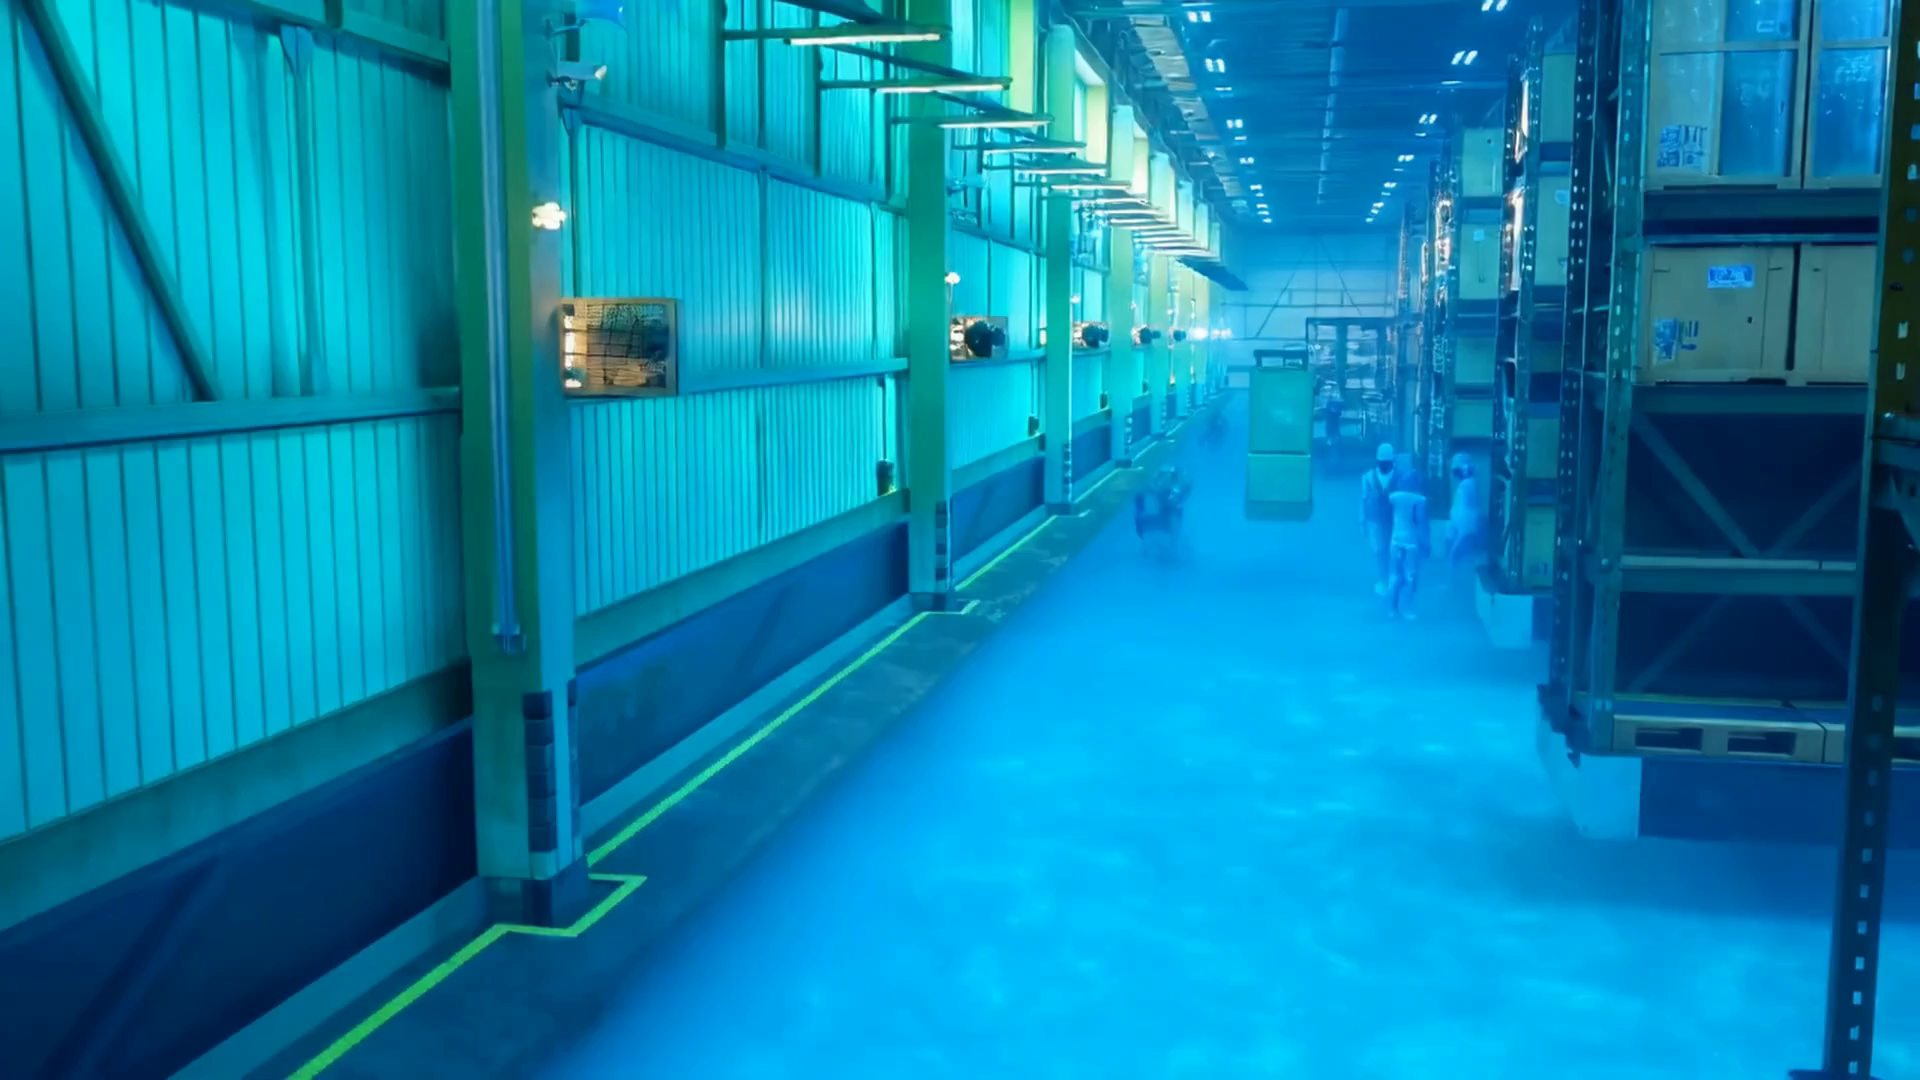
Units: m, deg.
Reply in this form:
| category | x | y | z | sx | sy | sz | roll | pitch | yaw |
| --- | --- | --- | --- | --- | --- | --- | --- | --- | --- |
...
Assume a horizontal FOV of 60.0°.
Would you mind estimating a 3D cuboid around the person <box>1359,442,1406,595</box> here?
| category | x | y | z | sx | sy | sz | roll | pitch | yaw |
| --- | --- | --- | --- | --- | --- | --- | --- | --- | --- |
| person | 5.003 | -0.249 | 19.595 | 0.619 | 1.814 | 0.422 | 3 | 8 | 25 |

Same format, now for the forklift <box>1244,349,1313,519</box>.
| category | x | y | z | sx | sy | sz | roll | pitch | yaw |
| --- | --- | --- | --- | --- | --- | --- | --- | --- | --- |
| forklift | 5.394 | -1.827 | 28.013 | 1.129 | 2.768 | 1.873 | 1 | 7 | 12 |

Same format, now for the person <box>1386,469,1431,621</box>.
| category | x | y | z | sx | sy | sz | roll | pitch | yaw |
| --- | --- | --- | --- | --- | --- | --- | --- | --- | --- |
| person | 4.817 | 0.054 | 17.901 | 0.322 | 1.630 | 0.532 | -6 | 10 | -42 |

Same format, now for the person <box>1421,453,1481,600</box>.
| category | x | y | z | sx | sy | sz | roll | pitch | yaw |
| --- | --- | --- | --- | --- | --- | --- | --- | --- | --- |
| person | 5.742 | -0.146 | 19.179 | 0.760 | 1.711 | 0.580 | 2 | 7 | 12 |
